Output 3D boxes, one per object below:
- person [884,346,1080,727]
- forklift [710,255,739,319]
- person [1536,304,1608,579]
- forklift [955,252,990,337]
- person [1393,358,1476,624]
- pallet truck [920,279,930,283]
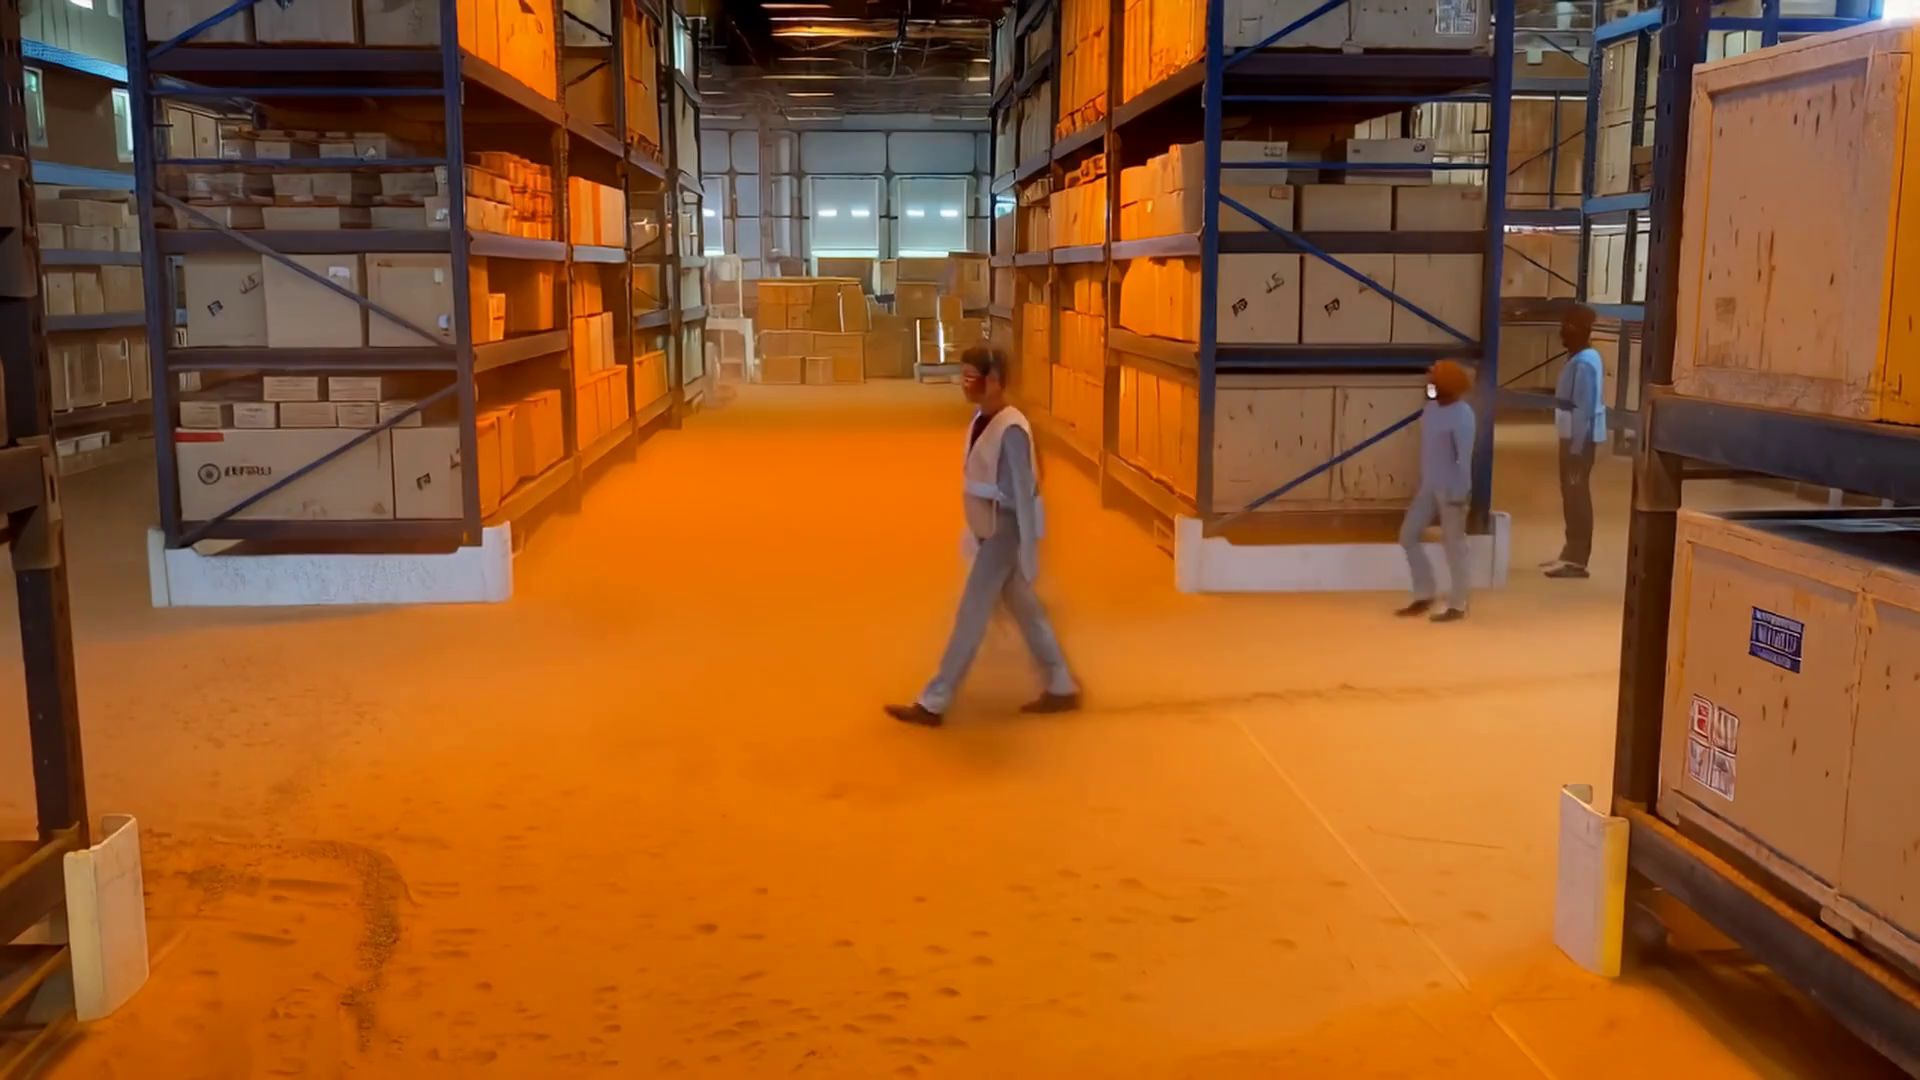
[{"bbox_3d":[0.143,-0.017,7.852,1.001,1.790,0.599,-2,9,-14],"label":"person"},{"bbox_3d":[-8.368,-8.713,59.038,1.129,2.768,1.873,-1,9,-4],"label":"forklift"},{"bbox_3d":[4.311,-0.684,11.637,0.391,1.920,0.593,2,9,12],"label":"person"},{"bbox_3d":[0.345,-7.378,50.655,1.129,2.768,1.873,-2,9,-10],"label":"forklift"},{"bbox_3d":[2.863,-0.286,10.035,0.545,1.614,0.513,-3,10,-19],"label":"person"},{"bbox_3d":[-0.932,-8.922,63.114,1.885,1.965,0.823,2,9,13],"label":"pallet truck"}]
